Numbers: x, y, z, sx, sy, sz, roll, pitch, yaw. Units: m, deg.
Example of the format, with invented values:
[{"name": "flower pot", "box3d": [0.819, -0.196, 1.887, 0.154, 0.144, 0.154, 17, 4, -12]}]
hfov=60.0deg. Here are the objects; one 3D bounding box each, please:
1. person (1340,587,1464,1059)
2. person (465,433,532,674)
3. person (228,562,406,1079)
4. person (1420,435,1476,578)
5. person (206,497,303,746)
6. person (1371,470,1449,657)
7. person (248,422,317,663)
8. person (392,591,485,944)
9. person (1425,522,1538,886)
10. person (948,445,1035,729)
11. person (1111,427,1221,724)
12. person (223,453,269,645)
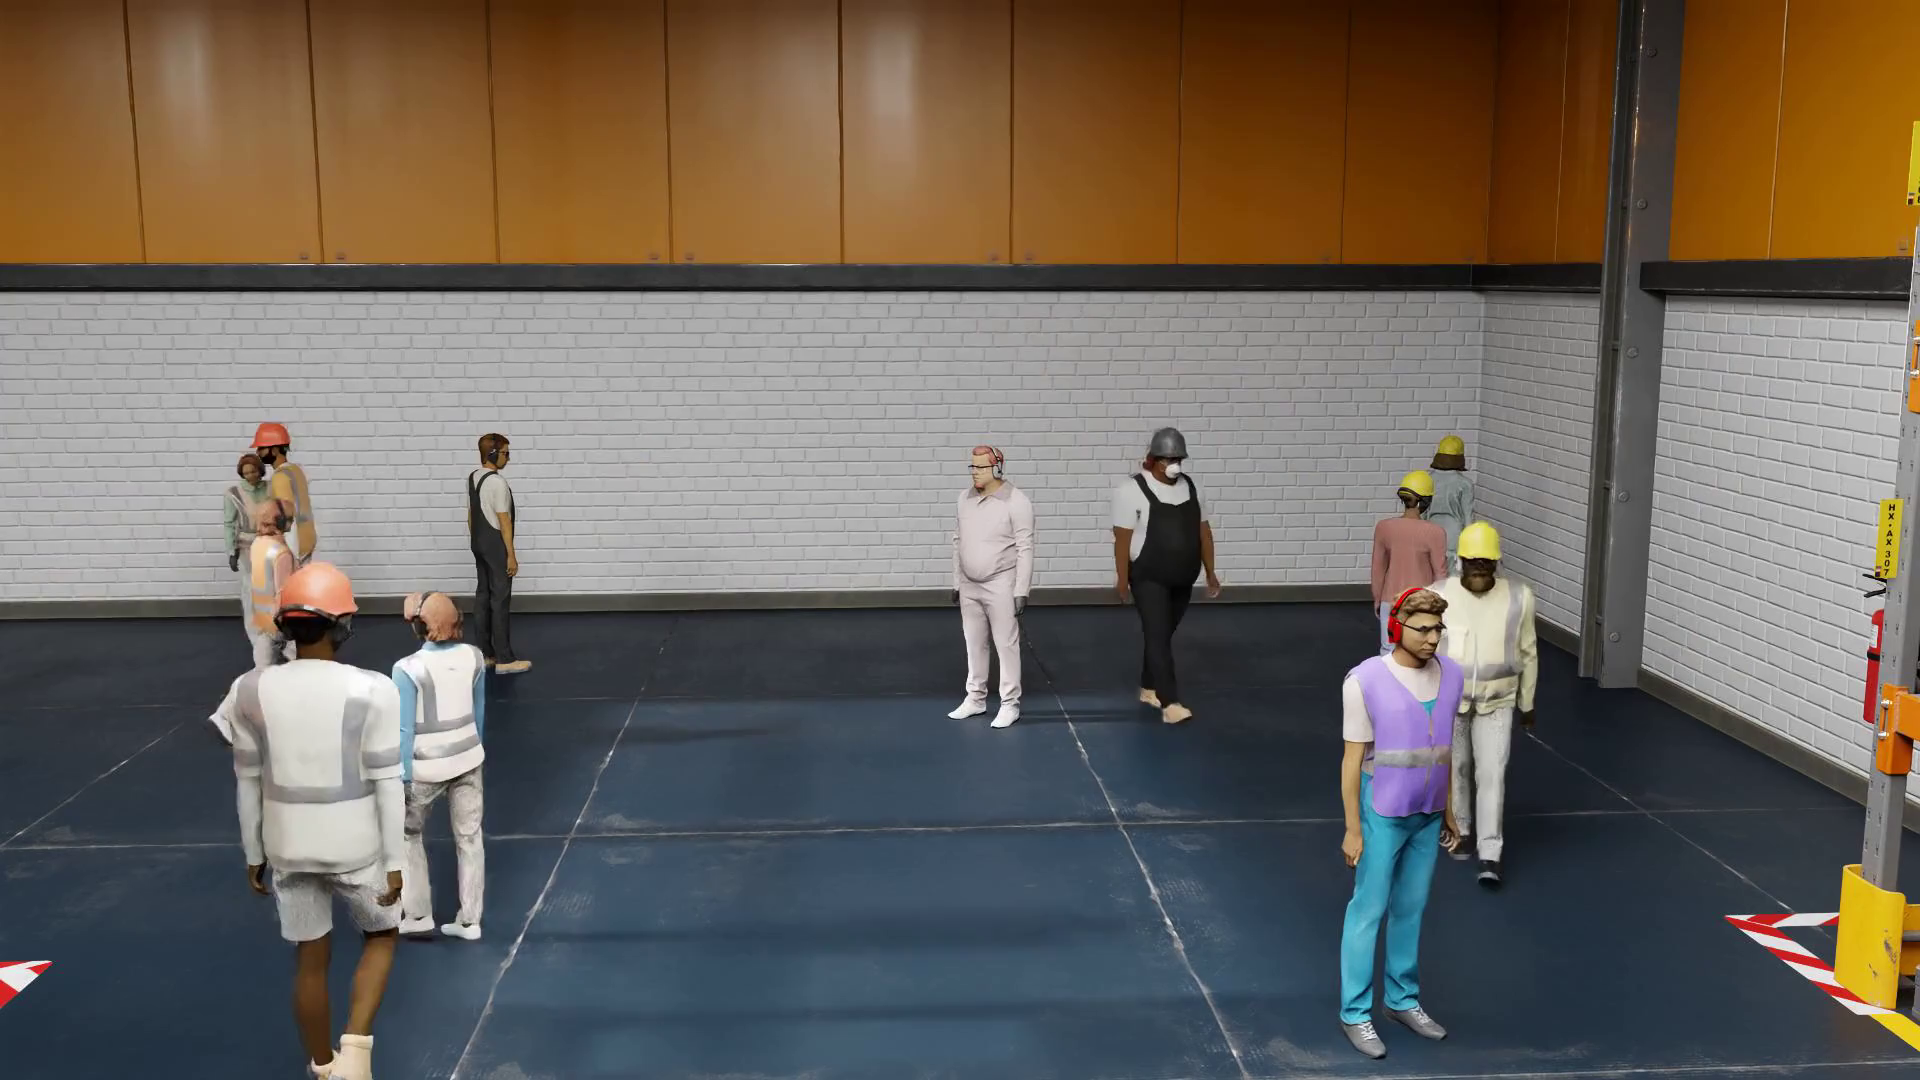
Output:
[{"name": "person", "box3d": [1.718, 1.082, 6.541, 0.571, 1.840, 0.373, -5, 10, -29]}, {"name": "person", "box3d": [-3.552, 0.103, 12.702, 0.506, 1.839, 0.343, 8, 12, 42]}, {"name": "person", "box3d": [-2.268, 1.090, 5.926, 0.608, 2.031, 0.473, 0, 9, -3]}, {"name": "person", "box3d": [3.957, 0.016, 13.545, 0.492, 1.742, 0.319, 7, 12, 39]}, {"name": "person", "box3d": [-4.461, 0.531, 10.712, 0.515, 1.613, 0.756, 9, 13, 44]}, {"name": "person", "box3d": [2.962, 0.421, 10.935, 0.533, 1.767, 0.326, 8, 12, 42]}, {"name": "person", "box3d": [-5.162, 0.050, 12.797, 0.484, 1.921, 0.545, -1, 9, -5]}, {"name": "person", "box3d": [-2.410, 1.025, 7.560, 0.560, 1.620, 0.541, 6, 11, 34]}, {"name": "person", "box3d": [2.565, 0.815, 8.342, 0.624, 1.795, 0.883, 3, 10, 18]}, {"name": "person", "box3d": [0.185, 0.310, 11.193, 0.650, 1.906, 0.401, 8, 12, 40]}, {"name": "person", "box3d": [1.462, 0.217, 11.357, 0.703, 2.000, 0.955, -5, 10, -28]}, {"name": "person", "box3d": [-5.697, 0.091, 13.479, 0.532, 1.608, 0.614, -7, 12, -39]}]
